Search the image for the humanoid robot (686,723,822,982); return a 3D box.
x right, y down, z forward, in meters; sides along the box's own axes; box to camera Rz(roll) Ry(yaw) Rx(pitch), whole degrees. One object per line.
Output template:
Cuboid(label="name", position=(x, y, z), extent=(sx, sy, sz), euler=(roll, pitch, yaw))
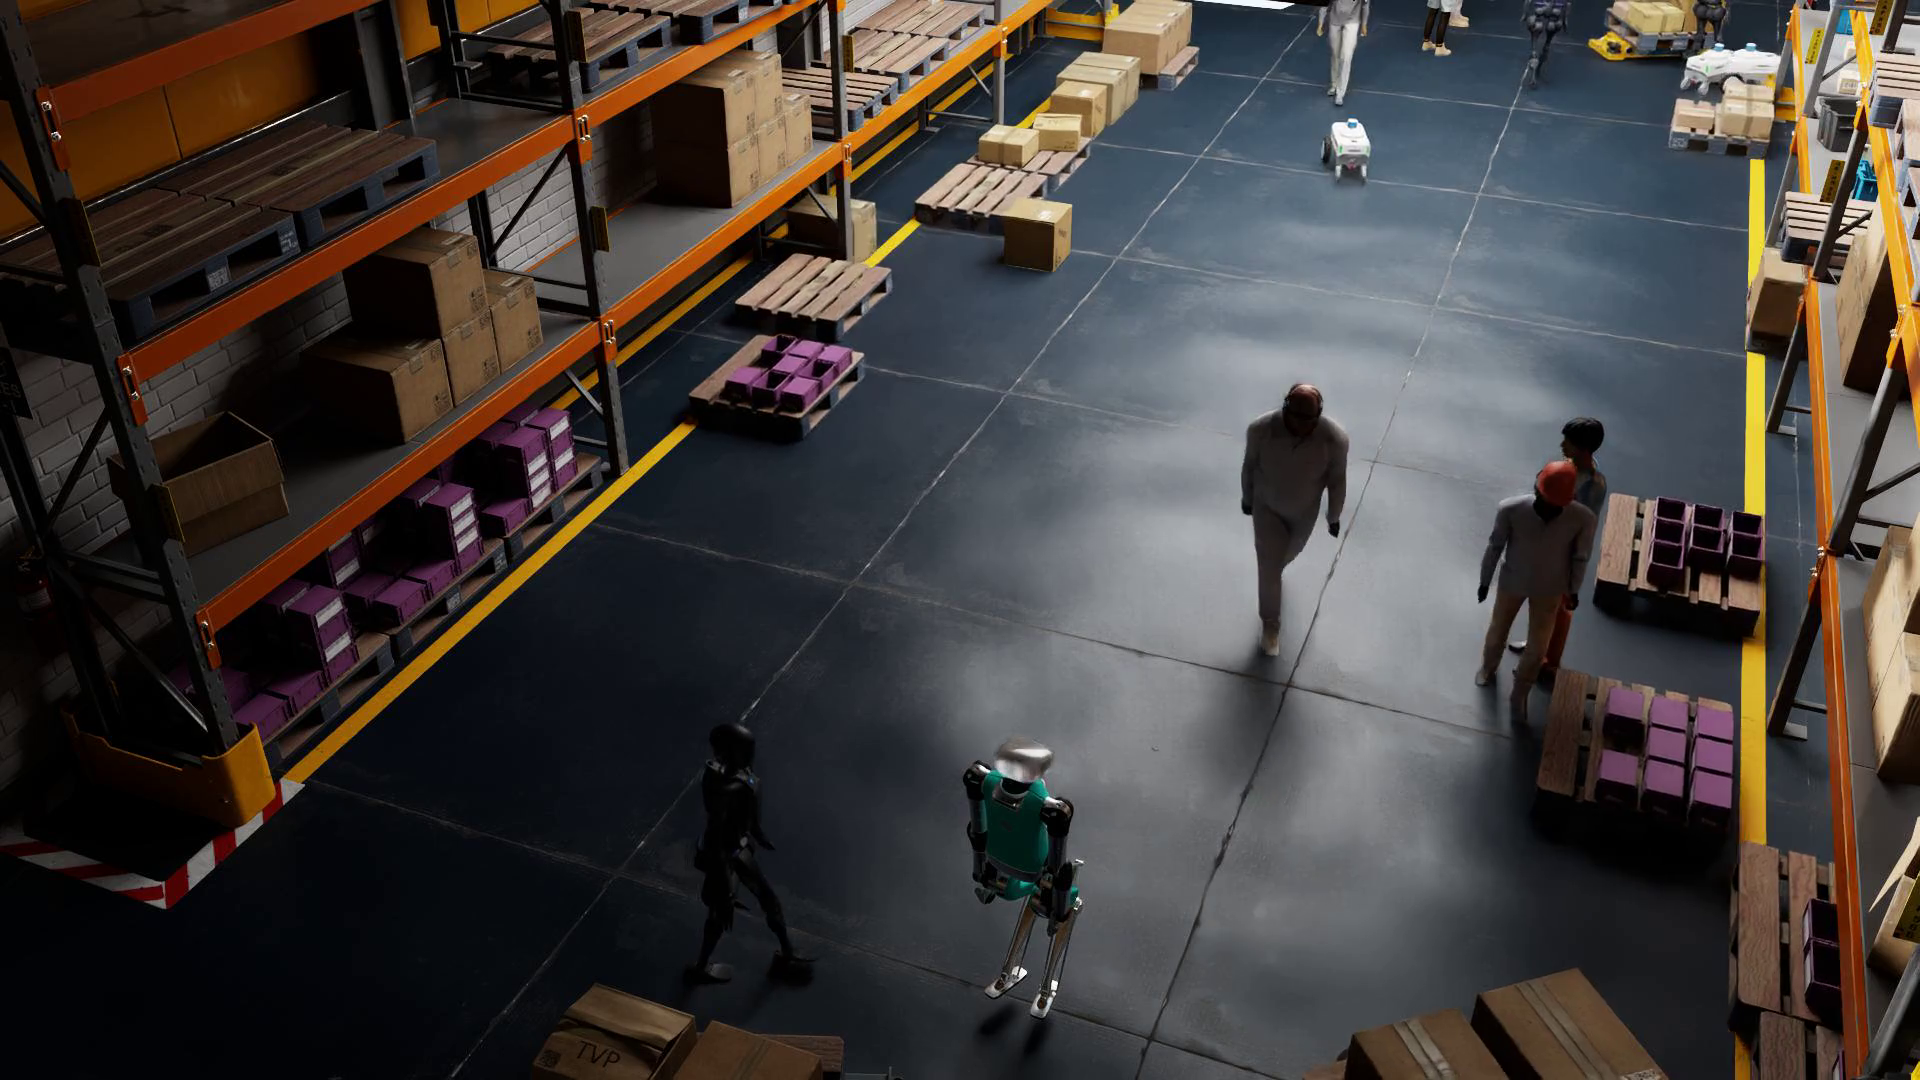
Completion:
Cuboid(label="humanoid robot", position=(-1.048, 1.526, 7.955), extent=(0.713, 1.627, 0.587), euler=(5, 33, 8))

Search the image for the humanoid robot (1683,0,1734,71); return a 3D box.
Cuboid(label="humanoid robot", position=(9.312, -6.624, 20.551), extent=(0.437, 1.653, 0.600), euler=(-13, 35, -19))

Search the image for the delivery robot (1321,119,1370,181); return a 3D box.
Cuboid(label="delivery robot", position=(4.180, -4.228, 17.850), extent=(0.499, 0.571, 0.756), euler=(2, 33, 3))

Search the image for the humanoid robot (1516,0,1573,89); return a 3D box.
Cuboid(label="humanoid robot", position=(7.079, -6.361, 20.163), extent=(0.611, 1.633, 0.634), euler=(3, 33, 5))

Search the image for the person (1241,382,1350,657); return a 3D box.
Cuboid(label="person", position=(2.099, -0.276, 10.581), extent=(0.648, 1.843, 0.956), euler=(3, 33, 4))

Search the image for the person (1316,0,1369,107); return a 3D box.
Cuboid(label="person", position=(4.473, -6.057, 19.505), extent=(0.562, 1.855, 0.924), euler=(13, 35, 19))

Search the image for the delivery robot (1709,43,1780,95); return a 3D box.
Cuboid(label="delivery robot", position=(9.520, -5.719, 20.167), extent=(0.774, 0.581, 0.499), euler=(0, 33, -1))

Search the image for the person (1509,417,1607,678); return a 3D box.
Cuboid(label="person", position=(3.668, 0.048, 10.147), extent=(0.339, 1.759, 0.501), euler=(3, 33, 5))

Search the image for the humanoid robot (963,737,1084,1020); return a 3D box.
Cuboid(label="humanoid robot", position=(0.385, 1.503, 7.790), extent=(0.533, 1.677, 0.735), euler=(20, 38, 28))

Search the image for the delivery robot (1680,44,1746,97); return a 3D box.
Cuboid(label="delivery robot", position=(9.145, -5.718, 20.162), extent=(0.769, 0.577, 0.499), euler=(-17, 37, -24))

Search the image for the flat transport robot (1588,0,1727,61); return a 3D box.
Cuboid(label="flat transport robot", position=(8.952, -6.397, 21.492), extent=(1.431, 0.231, 0.659), euler=(-2, 33, -4))

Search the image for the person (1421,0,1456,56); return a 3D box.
Cuboid(label="person", position=(6.178, -7.038, 21.175), extent=(0.319, 1.691, 0.532), euler=(-15, 36, -22))

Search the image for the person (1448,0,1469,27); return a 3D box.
Cuboid(label="person", position=(6.818, -7.788, 22.264), extent=(0.323, 1.771, 0.472), euler=(11, 34, 16))

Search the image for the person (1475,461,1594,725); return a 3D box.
Cuboid(label="person", position=(3.374, 0.272, 9.835), extent=(0.593, 1.712, 0.719), euler=(10, 34, 15))

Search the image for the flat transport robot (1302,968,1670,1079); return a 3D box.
Cuboid(label="flat transport robot", position=(2.236, 2.784, 7.284), extent=(0.659, 0.231, 1.431), euler=(-10, 34, -15))
